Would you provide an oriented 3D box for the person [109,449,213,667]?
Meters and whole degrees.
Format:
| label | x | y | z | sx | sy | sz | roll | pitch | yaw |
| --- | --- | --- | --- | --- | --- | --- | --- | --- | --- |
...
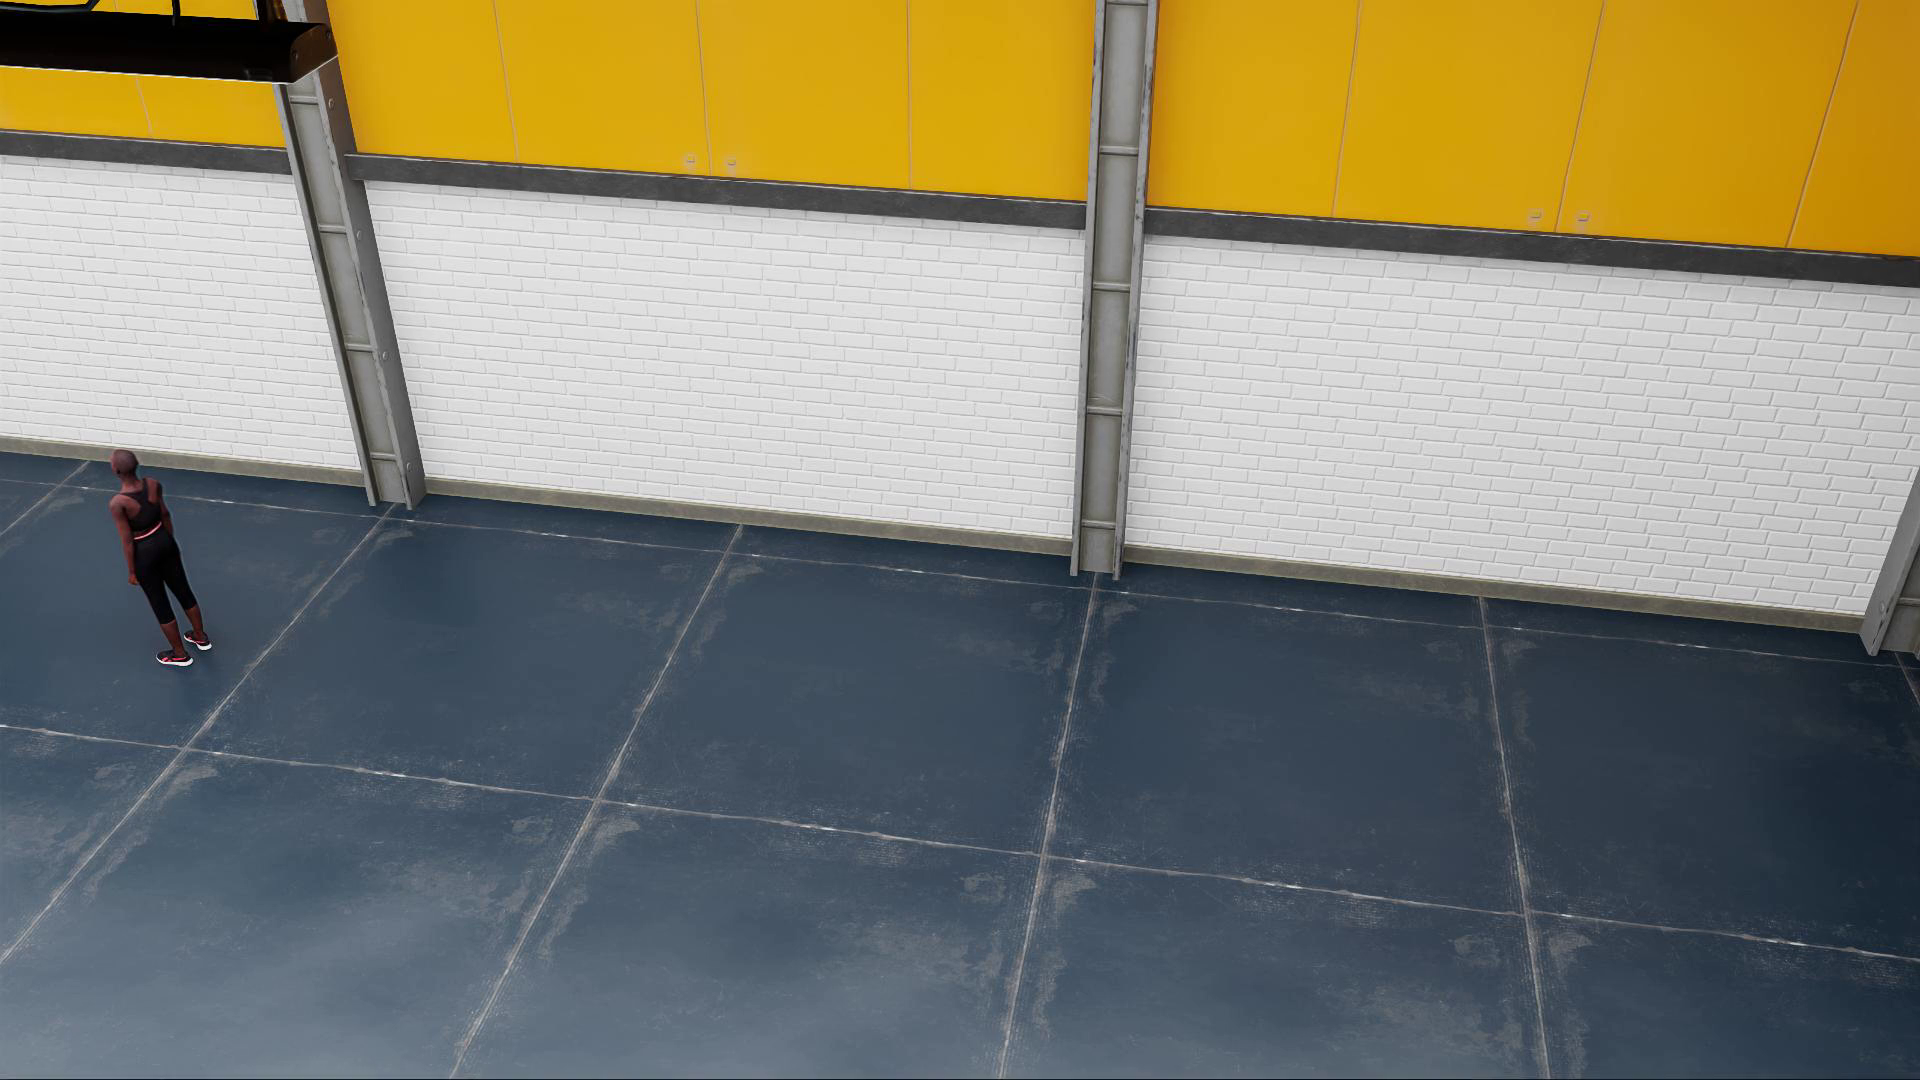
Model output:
| label | x | y | z | sx | sy | sz | roll | pitch | yaw |
| --- | --- | --- | --- | --- | --- | --- | --- | --- | --- |
| person | -5.780 | 0.115 | 11.939 | 0.611 | 1.758 | 0.644 | 14 | 36 | 21 |
